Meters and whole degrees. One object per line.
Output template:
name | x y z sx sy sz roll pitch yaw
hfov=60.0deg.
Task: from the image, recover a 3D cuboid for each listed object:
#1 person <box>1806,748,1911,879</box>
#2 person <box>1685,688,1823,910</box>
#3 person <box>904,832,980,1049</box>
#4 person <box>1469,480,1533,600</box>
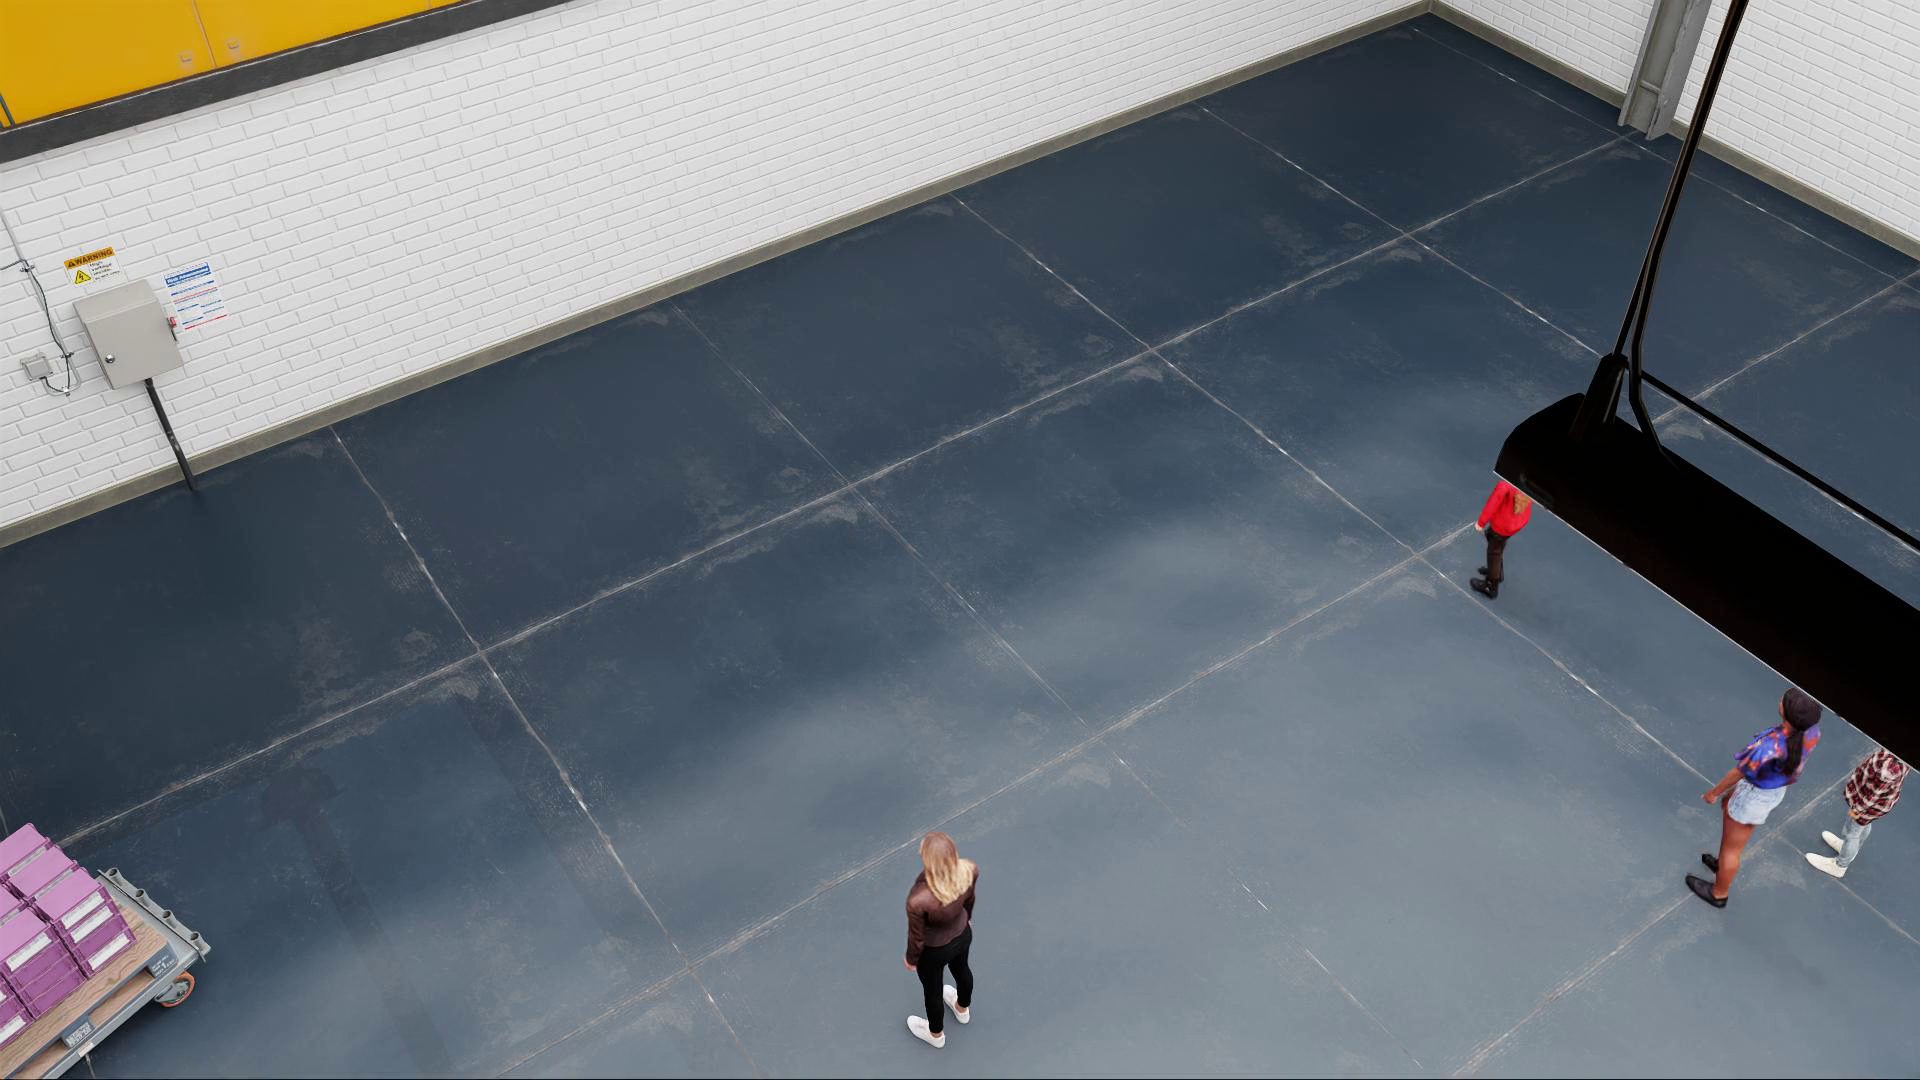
person | 5.319 1.486 9.672 0.554 1.305 0.535 -33 53 -30
person | 4.532 1.513 9.331 0.635 1.736 0.644 -21 47 -20
person | -0.090 2.102 8.736 0.628 1.704 0.543 -33 52 -29
person | 3.765 -0.092 11.353 0.499 1.271 0.511 -29 51 -27
